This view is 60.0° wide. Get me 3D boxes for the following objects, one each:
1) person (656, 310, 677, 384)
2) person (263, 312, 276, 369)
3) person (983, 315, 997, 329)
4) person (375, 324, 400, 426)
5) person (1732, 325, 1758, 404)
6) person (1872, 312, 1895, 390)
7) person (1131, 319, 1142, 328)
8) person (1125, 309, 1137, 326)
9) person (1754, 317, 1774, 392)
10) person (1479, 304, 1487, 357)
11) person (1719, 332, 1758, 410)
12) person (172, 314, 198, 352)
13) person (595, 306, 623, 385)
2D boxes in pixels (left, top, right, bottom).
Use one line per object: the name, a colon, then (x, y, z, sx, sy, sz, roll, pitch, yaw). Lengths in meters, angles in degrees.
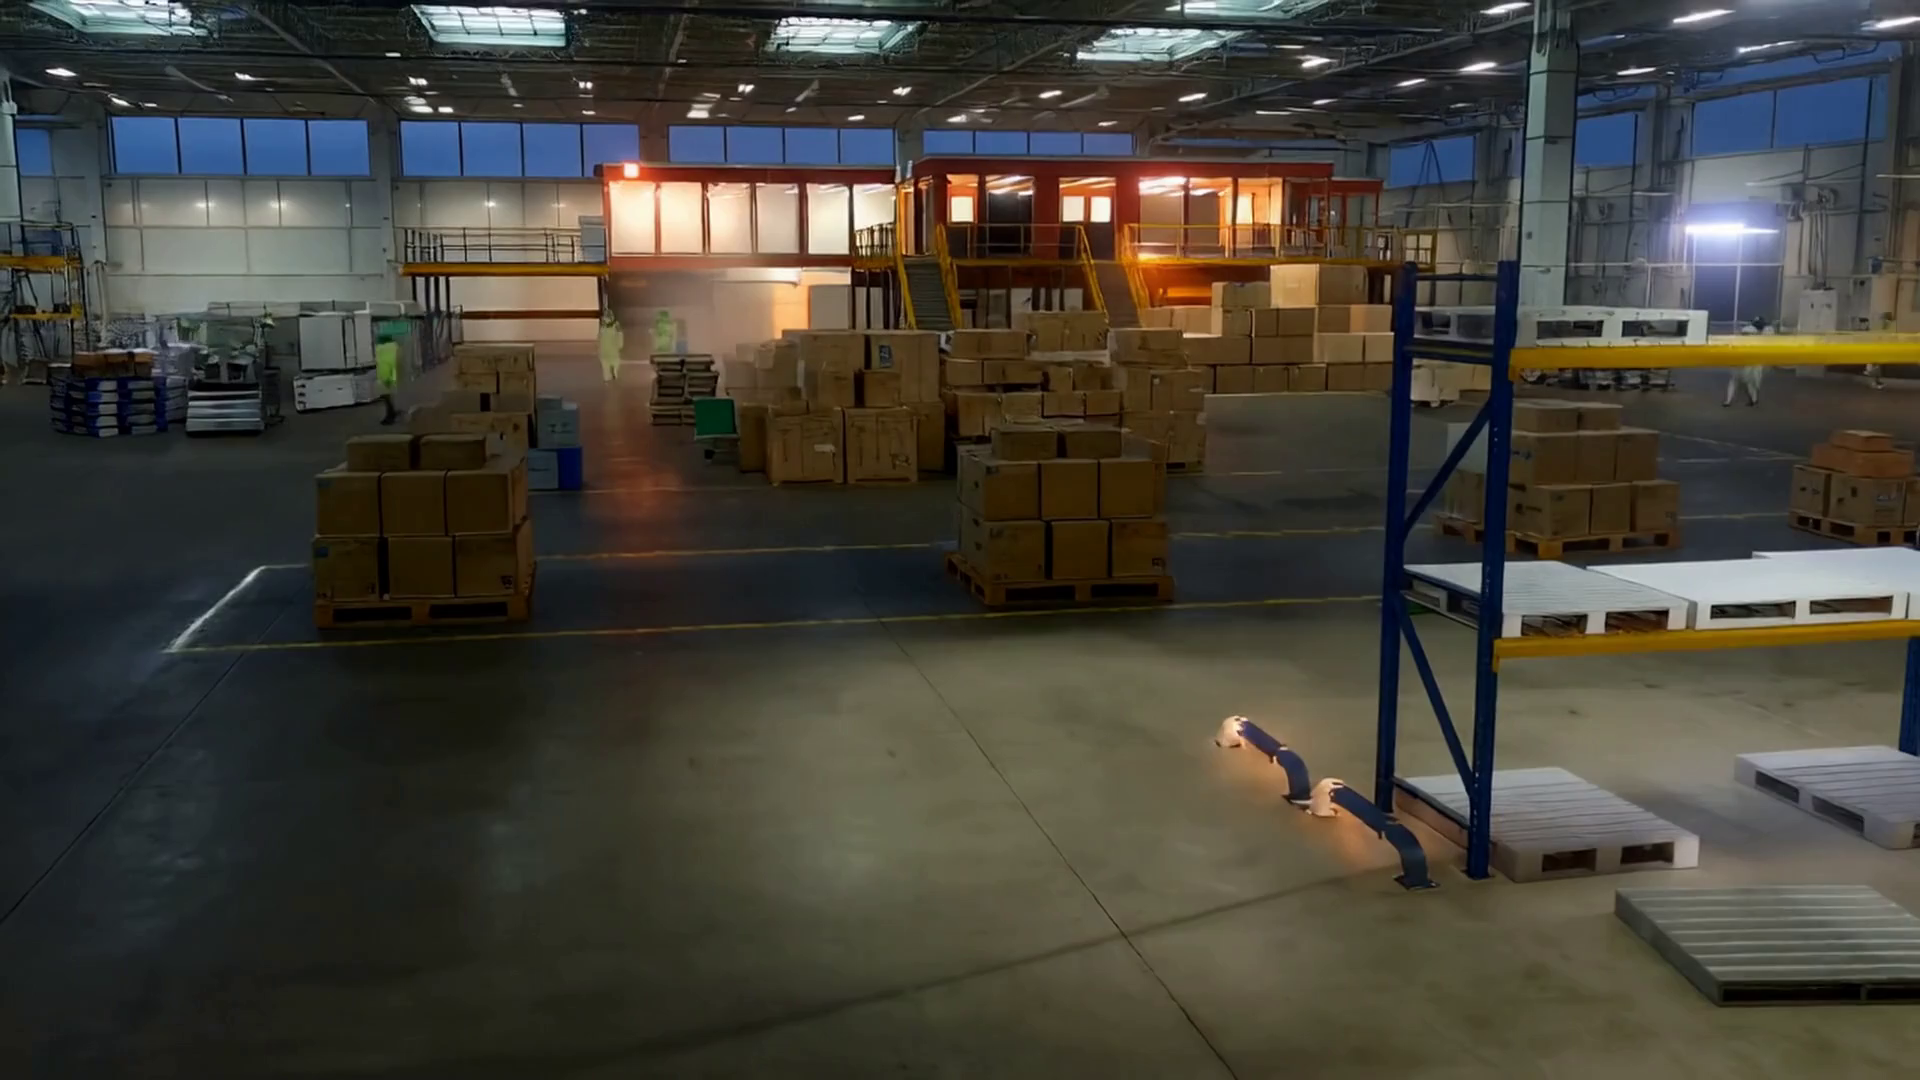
person: (-7.496, -4.907, 42.433, 0.590, 1.926, 0.388, 4, 10, 25)
person: (-19.042, -5.406, 45.966, 0.533, 1.767, 0.327, 9, 13, 44)
person: (0.581, -3.654, 34.543, 0.607, 2.004, 0.925, -6, 11, -31)
person: (-10.881, -3.136, 31.642, 0.543, 1.925, 0.511, 4, 10, 25)
person: (17.199, -3.817, 36.348, 0.529, 1.741, 0.743, 8, 12, 40)
person: (22.778, -4.649, 40.946, 0.602, 1.904, 0.685, -3, 10, -19)
person: (3.877, -3.917, 36.575, 0.513, 1.872, 0.328, 0, 9, -2)
person: (4.540, -5.023, 43.121, 0.373, 1.935, 0.628, -9, 13, -43)
person: (19.441, -4.521, 40.456, 0.637, 1.817, 0.847, 9, 13, 43)
person: (14.308, -5.470, 45.657, 0.388, 1.992, 0.625, 0, 9, -3)
person: (16.469, -3.554, 35.001, 0.864, 1.655, 0.528, -4, 10, -23)
person: (-19.140, -4.666, 41.166, 0.588, 1.869, 0.648, -2, 9, -9)
person: (-8.968, -4.969, 42.464, 0.700, 2.000, 0.538, 0, 9, 0)
